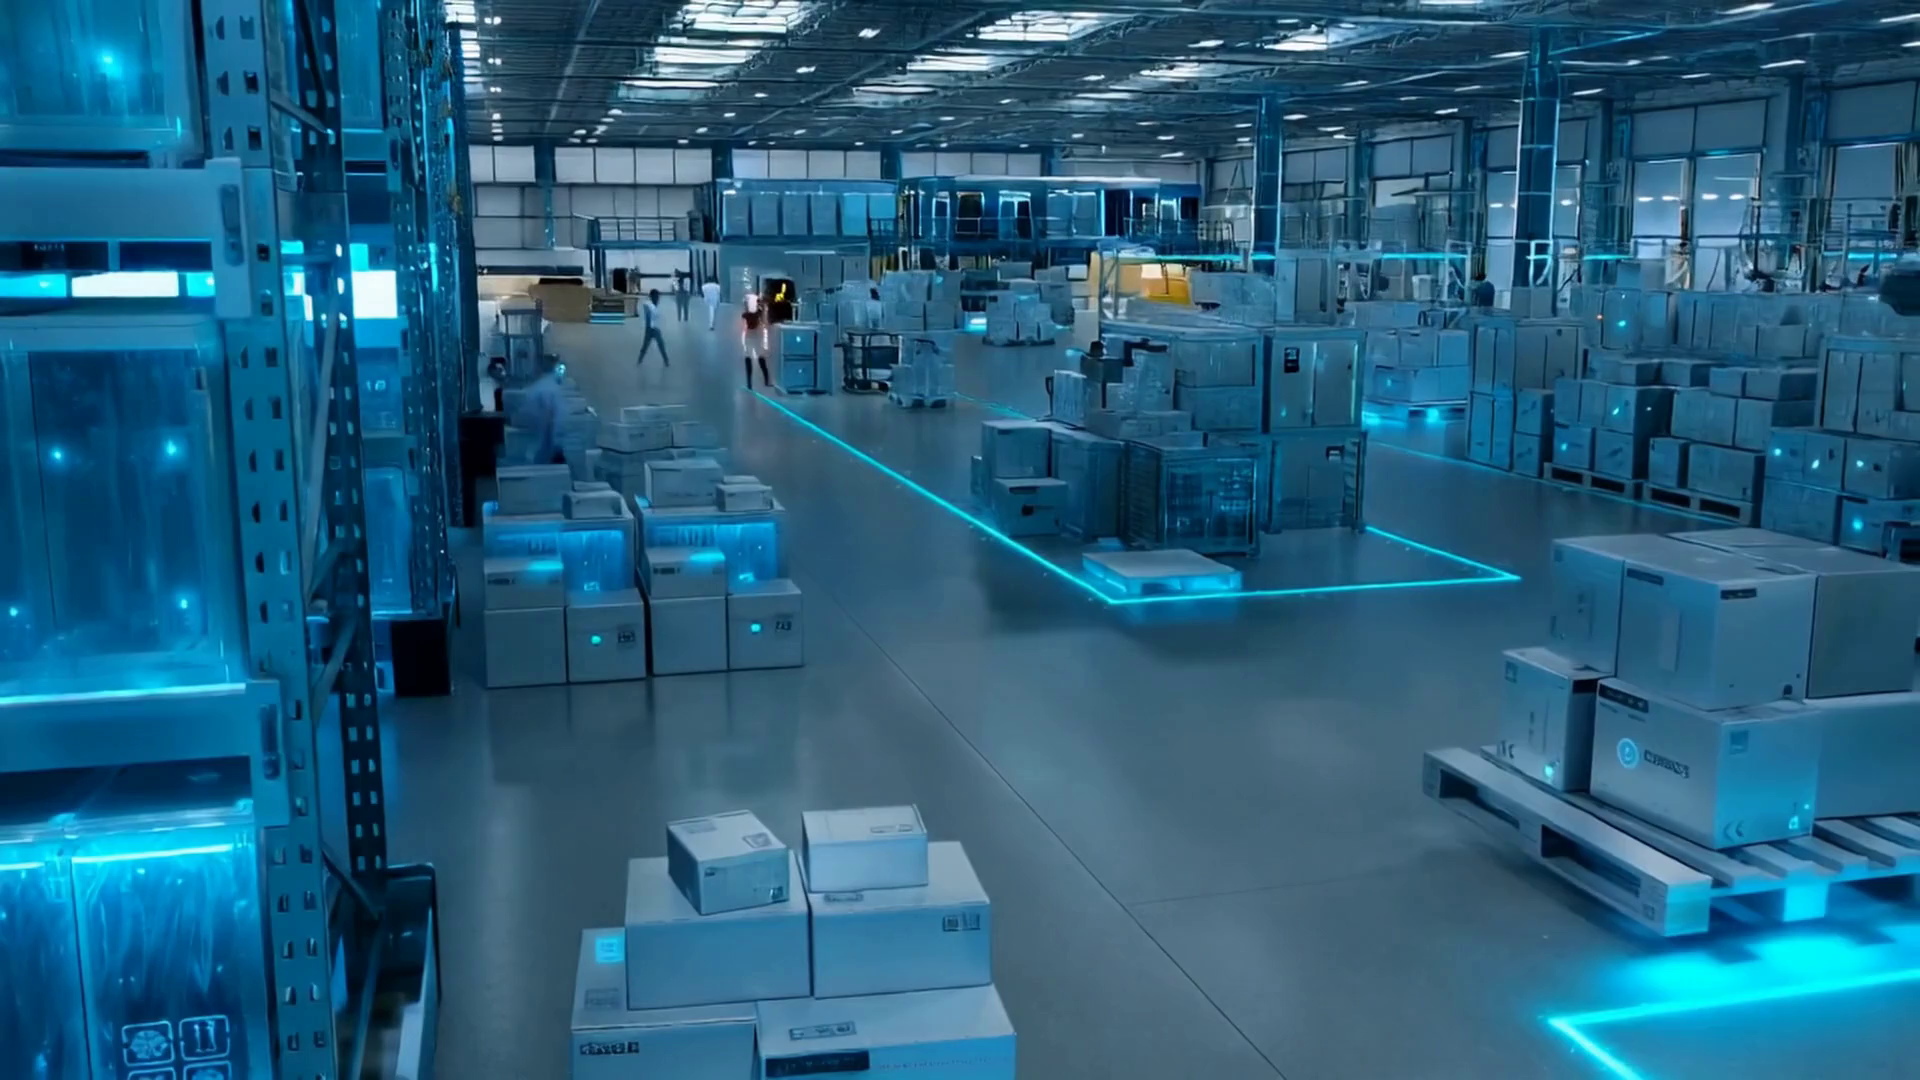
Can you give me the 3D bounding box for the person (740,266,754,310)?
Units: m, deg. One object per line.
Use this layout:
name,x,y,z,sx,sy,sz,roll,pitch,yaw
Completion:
person,-9.656,-11.447,75.516,0.717,1.986,0.936,-7,12,-36

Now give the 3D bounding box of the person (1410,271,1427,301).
person,18.381,-9.840,66.667,0.611,1.898,0.673,0,10,1

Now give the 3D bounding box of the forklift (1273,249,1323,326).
forklift,4.855,-2.824,24.162,1.873,2.768,1.129,-3,10,-15

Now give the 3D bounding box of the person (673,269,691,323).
person,-10.490,-9.214,62.723,0.680,2.000,0.903,-1,10,-3

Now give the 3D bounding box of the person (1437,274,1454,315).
person,19.189,-9.626,65.768,0.620,1.803,0.888,5,11,27

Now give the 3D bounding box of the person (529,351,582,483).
person,-3.872,-0.906,16.186,0.976,1.852,0.676,-7,12,-34

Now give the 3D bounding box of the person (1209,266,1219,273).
person,13.236,-13.394,87.013,0.664,1.817,0.705,6,12,32

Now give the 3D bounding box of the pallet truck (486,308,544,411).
pallet truck,-6.242,-2.418,24.362,0.823,1.965,1.885,1,10,3

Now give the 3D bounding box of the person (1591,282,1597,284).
person,18.801,-6.693,49.061,0.544,1.820,0.556,4,11,19

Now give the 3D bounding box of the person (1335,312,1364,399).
person,5.140,-2.057,22.329,0.611,1.995,0.380,-3,10,-15

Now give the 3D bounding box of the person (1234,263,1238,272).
person,16.131,-15.232,97.232,0.611,1.895,1.014,-1,10,-7

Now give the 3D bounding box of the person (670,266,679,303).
person,-14.264,-12.787,83.320,0.555,1.916,0.777,-6,12,-30

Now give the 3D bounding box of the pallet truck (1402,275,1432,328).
pallet truck,14.620,-7.324,52.145,0.823,1.965,1.885,8,13,40

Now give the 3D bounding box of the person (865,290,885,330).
person,-2.344,-6.069,45.945,0.547,1.681,0.368,1,10,4

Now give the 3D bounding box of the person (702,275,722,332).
person,-8.342,-7.980,56.165,0.653,1.883,1.037,1,10,4

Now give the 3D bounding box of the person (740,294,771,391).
person,-4.084,-3.967,33.334,0.623,1.940,0.896,2,10,13

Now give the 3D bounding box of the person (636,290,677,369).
person,-7.192,-4.932,38.995,1.026,1.867,0.613,4,11,20

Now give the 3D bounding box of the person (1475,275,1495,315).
person,17.368,-7.798,55.083,0.607,1.926,1.105,3,10,16

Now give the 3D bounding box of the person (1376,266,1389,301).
person,18.787,-11.133,73.757,0.551,1.976,0.657,-6,12,-32

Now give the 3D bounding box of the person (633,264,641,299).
person,-17.754,-14.186,91.252,0.609,1.905,0.577,-9,13,-42
